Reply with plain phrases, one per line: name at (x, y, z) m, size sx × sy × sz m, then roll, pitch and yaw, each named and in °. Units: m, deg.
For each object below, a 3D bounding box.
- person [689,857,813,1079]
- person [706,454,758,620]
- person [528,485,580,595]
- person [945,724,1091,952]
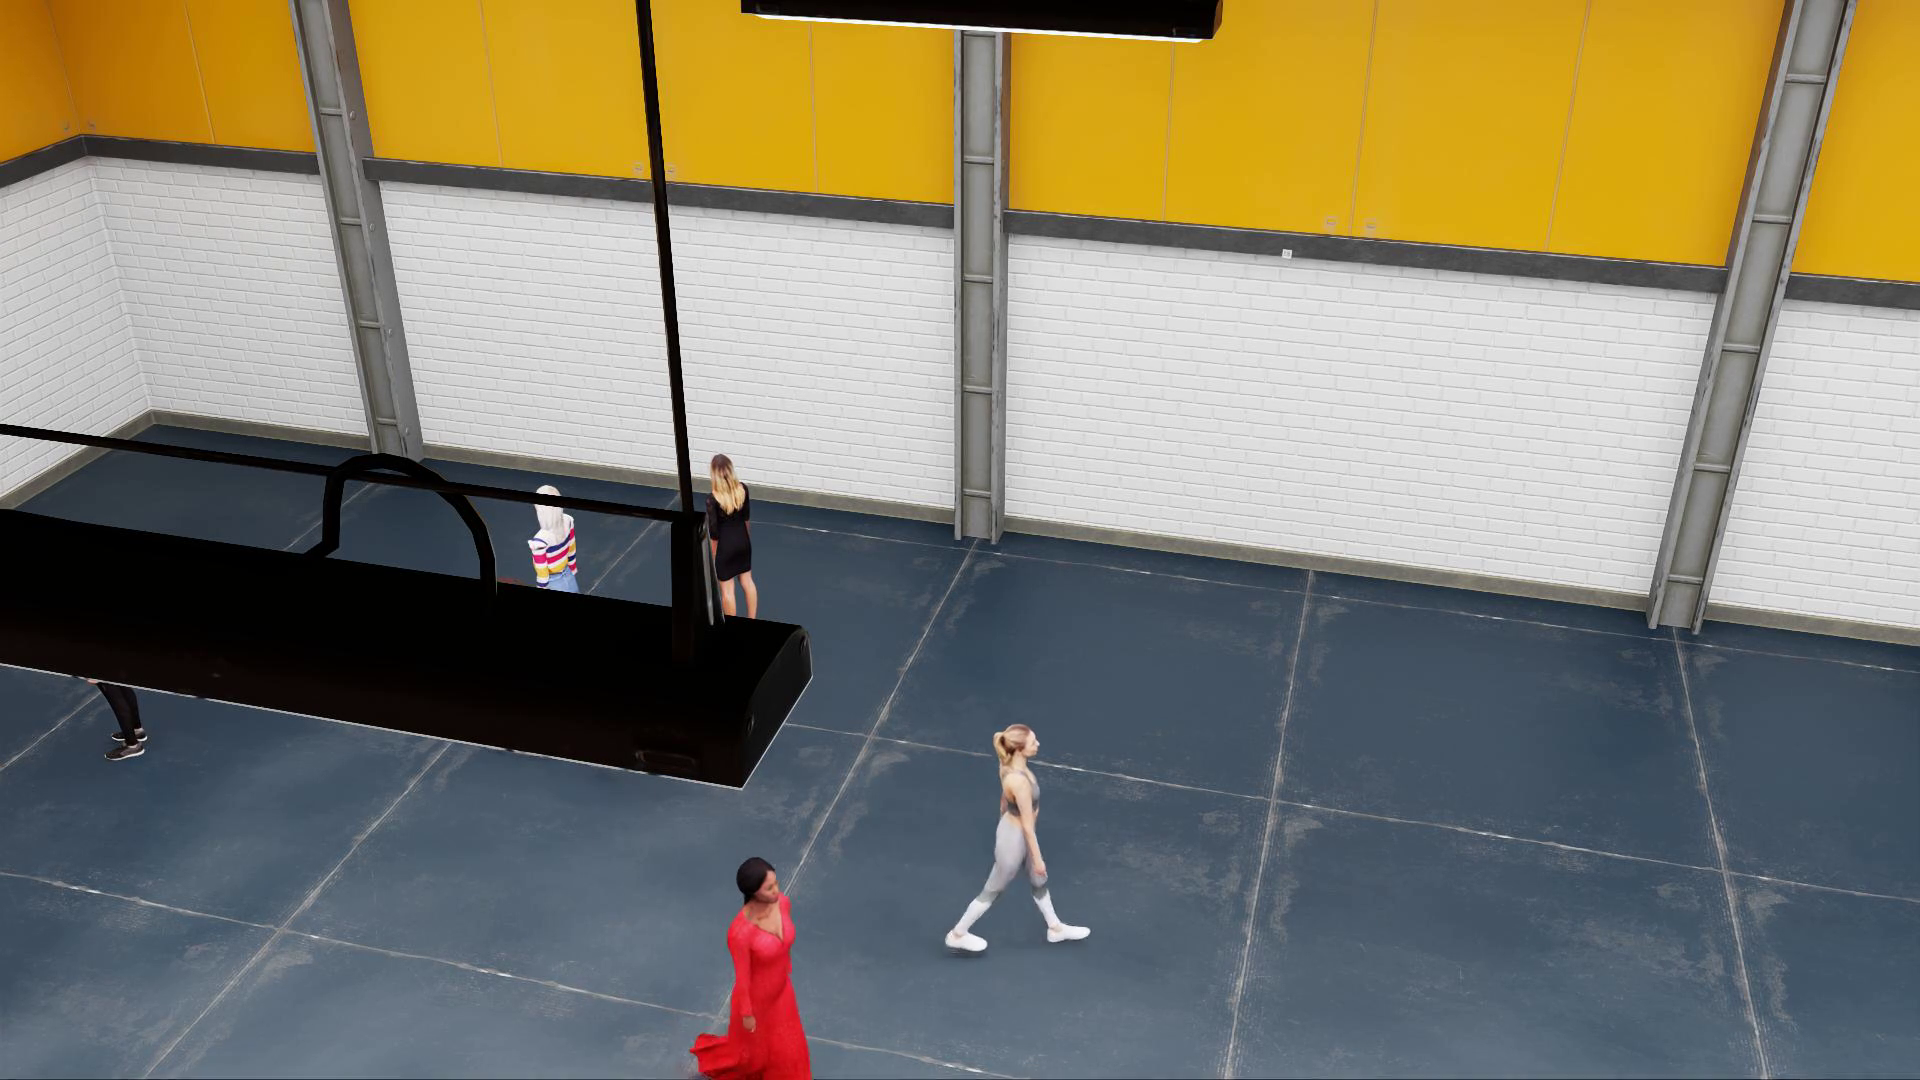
person at (-1.111, 2.432, 8.924) m, size 1.127 × 1.759 × 0.866 m, roll 19°, pitch 34°, yaw 31°
person at (-1.828, 0.078, 13.315) m, size 0.615 × 1.676 × 0.623 m, roll -25°, pitch 37°, yaw -38°
person at (-3.040, 0.393, 12.599) m, size 0.541 × 1.809 × 0.674 m, roll 11°, pitch 30°, yaw 19°
person at (0.247, 1.861, 10.065) m, size 1.211 × 1.659 × 0.854 m, roll -3°, pitch 29°, yaw -5°
